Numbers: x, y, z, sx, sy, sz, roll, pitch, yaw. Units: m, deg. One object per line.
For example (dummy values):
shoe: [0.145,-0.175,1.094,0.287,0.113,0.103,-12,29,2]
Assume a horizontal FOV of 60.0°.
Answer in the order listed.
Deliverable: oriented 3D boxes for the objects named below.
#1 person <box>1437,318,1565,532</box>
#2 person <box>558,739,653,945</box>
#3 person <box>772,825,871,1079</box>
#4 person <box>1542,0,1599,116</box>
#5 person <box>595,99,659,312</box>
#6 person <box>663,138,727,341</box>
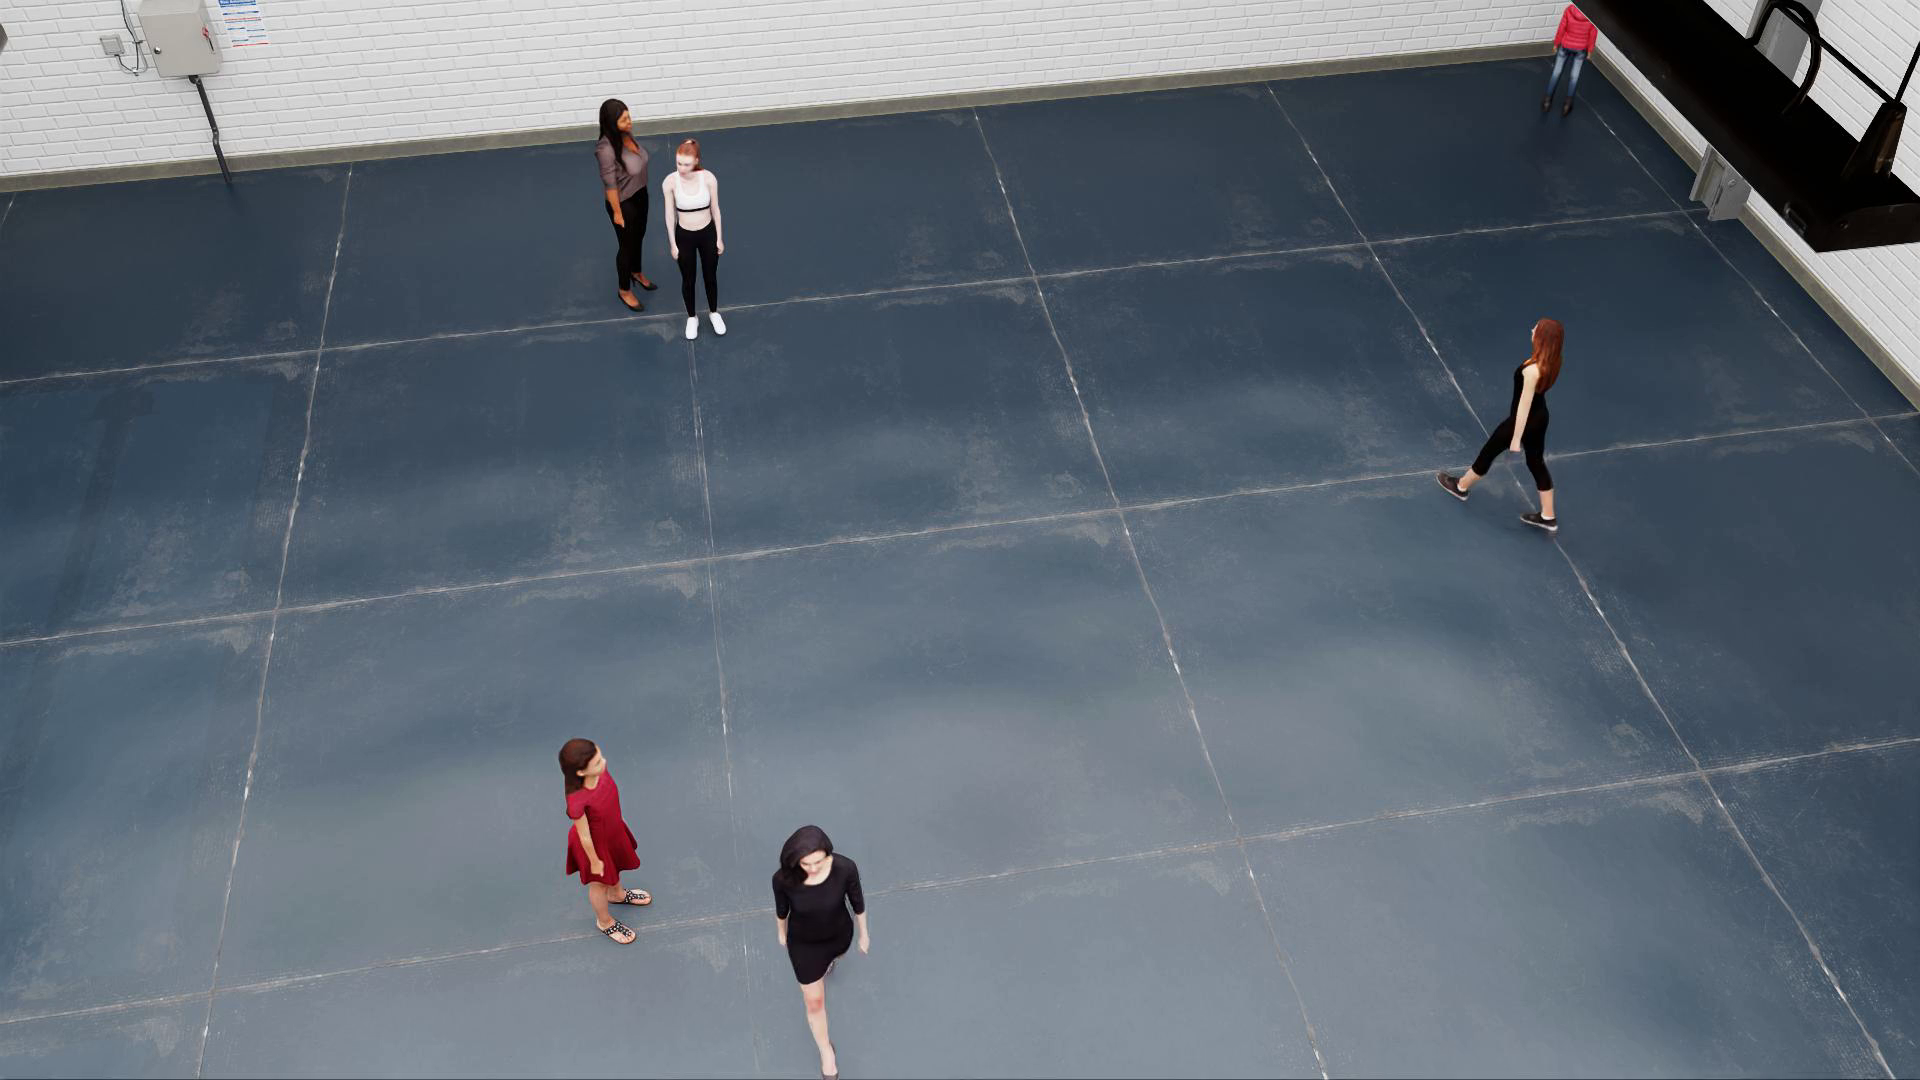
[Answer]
person: [3.992,-0.756,11.510,1.031,1.681,1.217,-34,53,-31]
person: [-1.984,1.611,9.120,0.698,1.552,0.639,8,44,9]
person: [-0.713,1.976,8.582,0.613,1.764,1.082,-8,44,-8]
person: [5.877,-4.719,15.936,0.609,1.315,0.642,16,46,16]
person: [-2.708,-2.730,13.467,0.798,1.840,0.670,9,44,9]
person: [-2.090,-2.387,13.179,0.589,1.742,0.520,-10,44,-10]
